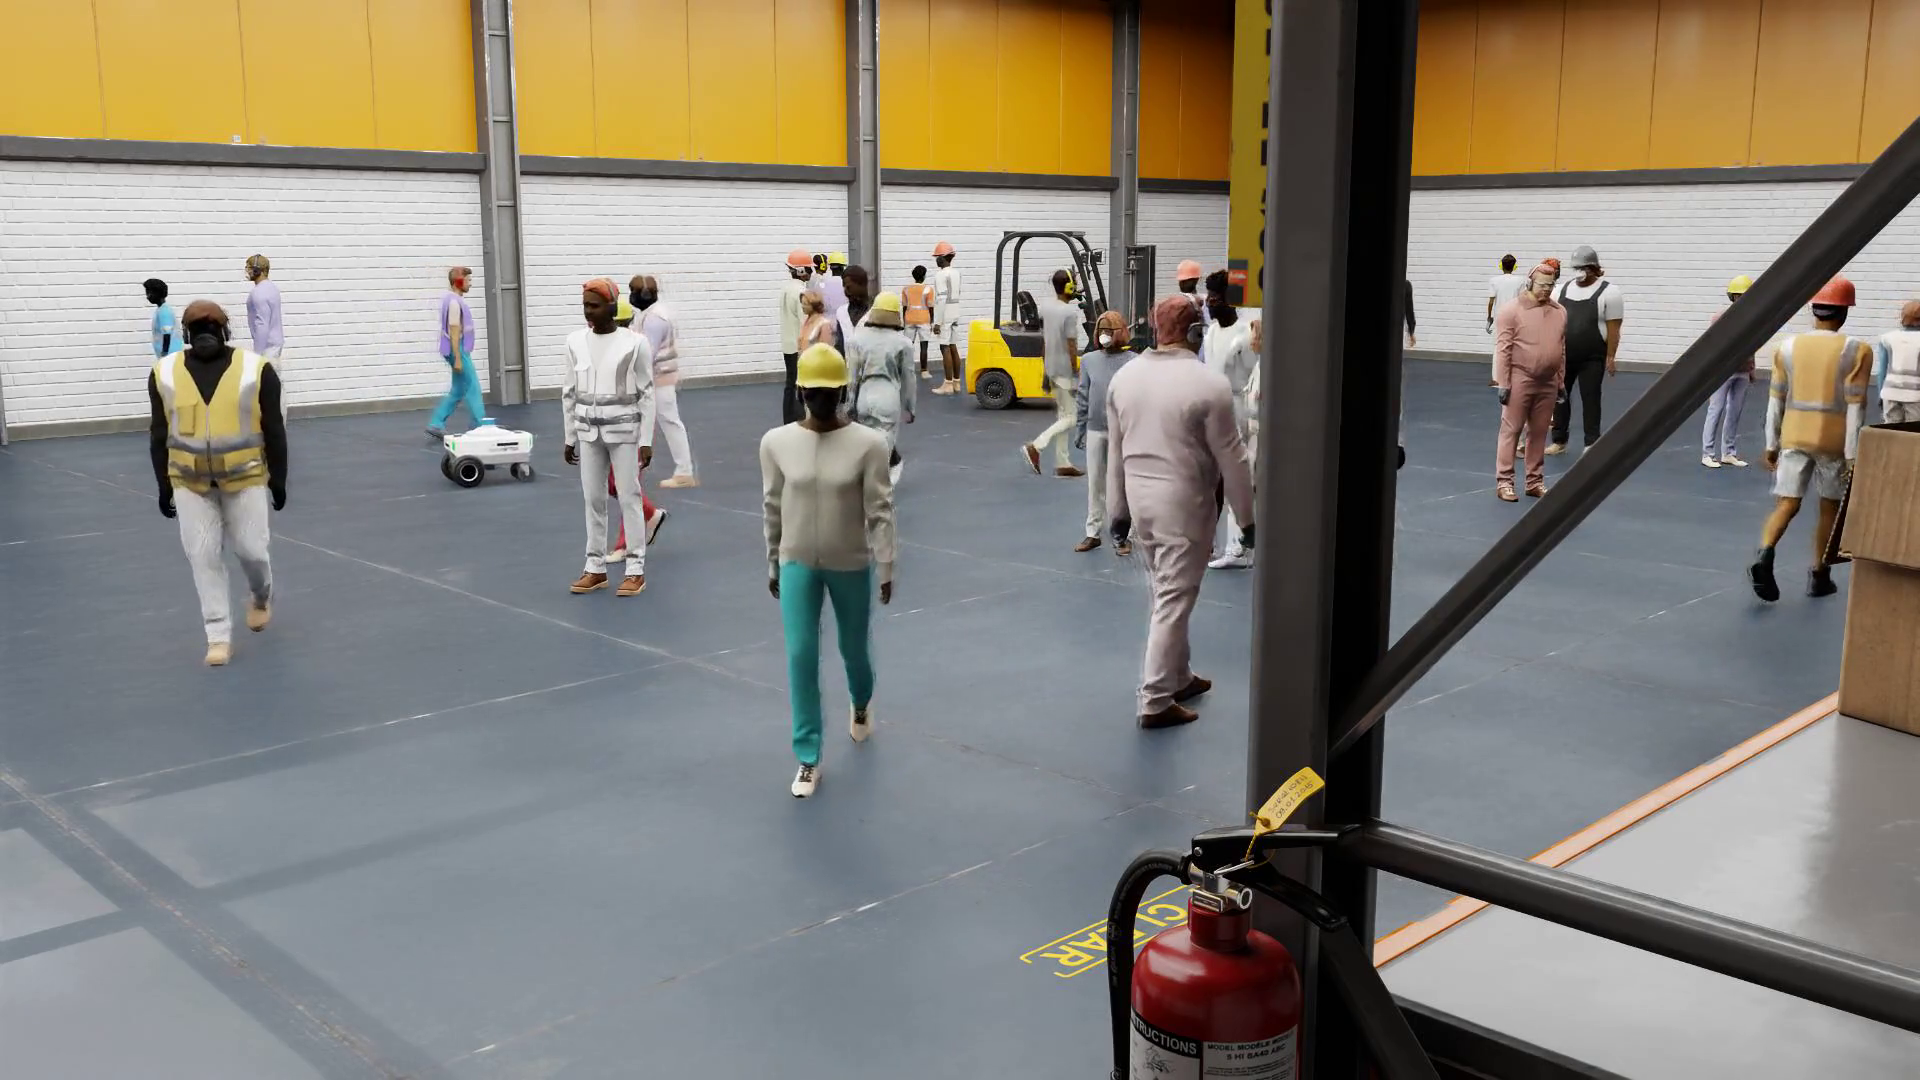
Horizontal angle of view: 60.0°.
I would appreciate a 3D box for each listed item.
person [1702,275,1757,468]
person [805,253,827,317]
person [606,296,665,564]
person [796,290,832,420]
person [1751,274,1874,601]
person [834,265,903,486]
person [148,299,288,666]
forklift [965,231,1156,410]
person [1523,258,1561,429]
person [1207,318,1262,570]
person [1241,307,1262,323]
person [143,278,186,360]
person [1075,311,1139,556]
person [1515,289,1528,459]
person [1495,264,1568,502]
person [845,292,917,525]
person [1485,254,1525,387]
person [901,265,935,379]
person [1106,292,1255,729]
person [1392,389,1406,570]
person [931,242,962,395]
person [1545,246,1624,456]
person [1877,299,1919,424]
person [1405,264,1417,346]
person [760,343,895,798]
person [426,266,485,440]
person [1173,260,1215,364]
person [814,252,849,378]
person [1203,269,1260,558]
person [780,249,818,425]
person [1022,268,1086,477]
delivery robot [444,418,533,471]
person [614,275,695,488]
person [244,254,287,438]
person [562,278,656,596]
[{"bbox_3d":[7.119,-1.541,15.299,0.533,1.767,0.325,-4,11,-20],"label":"person"},{"bbox_3d":[-1.984,-3.118,23.610,0.330,1.874,0.518,-9,14,-42],"label":"person"},{"bbox_3d":[-2.178,-0.728,10.879,0.482,1.750,0.542,-9,14,-42],"label":"person"},{"bbox_3d":[-1.358,-1.542,15.701,0.395,1.627,0.516,-7,12,-32],"label":"person"},{"bbox_3d":[4.929,-0.575,9.642,0.831,1.915,0.548,-9,14,-42],"label":"person"},{"bbox_3d":[-0.770,-1.325,13.793,0.602,1.892,0.461,8,13,37],"label":"person"},{"bbox_3d":[-3.737,-0.309,8.425,0.642,1.824,0.630,-3,11,-14],"label":"person"},{"bbox_3d":[1.222,-2.721,20.561,2.313,2.155,1.214,2,11,13],"label":"forklift"},{"bbox_3d":[6.475,-2.172,18.415,0.581,1.882,0.339,9,14,41],"label":"person"},{"bbox_3d":[1.830,-0.570,10.363,0.675,1.614,0.527,-1,10,-6],"label":"person"},{"bbox_3d":[3.299,-2.113,18.018,0.921,1.919,0.602,-7,12,-33],"label":"person"},{"bbox_3d":[-8.396,-1.940,17.702,0.427,1.678,0.577,-5,11,-24],"label":"person"},{"bbox_3d":[1.005,-0.714,11.146,0.507,1.633,0.276,6,12,28],"label":"person"},{"bbox_3d":[5.418,-1.589,15.942,0.303,1.625,0.505,7,12,32],"label":"person"},{"bbox_3d":[4.616,-1.258,13.391,0.639,1.902,0.407,-3,11,-17],"label":"person"},{"bbox_3d":[-0.564,-0.992,12.439,0.504,1.707,0.742,3,11,17],"label":"person"},{"bbox_3d":[7.666,-3.080,23.404,0.519,1.873,0.335,2,11,13],"label":"person"},{"bbox_3d":[-0.620,-3.228,24.718,0.537,1.690,0.319,4,11,21],"label":"person"},{"bbox_3d":[1.043,-0.132,7.308,0.757,1.884,0.655,-8,13,-37],"label":"person"},{"bbox_3d":[2.439,-0.666,10.264,0.649,1.870,0.920,7,13,35],"label":"person"},{"bbox_3d":[-0.207,-2.970,22.332,0.392,2.041,0.615,5,11,24],"label":"person"},{"bbox_3d":[5.965,-1.801,15.963,0.535,2.000,0.748,-10,14,-43],"label":"person"},{"bbox_3d":[7.694,-1.145,13.529,0.456,1.622,0.517,-8,13,-37],"label":"person"},{"bbox_3d":[5.242,-2.529,20.116,0.631,1.960,0.813,-5,11,-25],"label":"person"},{"bbox_3d":[-0.515,0.071,6.620,0.527,1.733,0.833,0,10,2],"label":"person"},{"bbox_3d":[-5.175,-1.917,17.210,0.780,1.818,0.583,-3,11,-17],"label":"person"},{"bbox_3d":[2.346,-1.824,16.508,0.557,1.899,0.924,10,14,42],"label":"person"},{"bbox_3d":[-1.558,-2.689,21.125,0.591,1.922,0.380,-1,10,-3],"label":"person"},{"bbox_3d":[1.890,-0.841,11.076,0.993,1.924,0.608,-4,11,-20],"label":"person"},{"bbox_3d":[-1.604,-1.913,16.701,0.381,1.994,0.615,-5,12,-27],"label":"person"},{"bbox_3d":[0.835,-1.439,14.512,0.621,1.852,0.515,-5,12,-26],"label":"person"},{"bbox_3d":[-4.064,-0.809,14.352,0.707,0.478,0.477,-6,12,-28],"label":"delivery robot"},{"bbox_3d":[-2.703,-1.315,13.998,0.957,1.793,0.627,-3,11,-17],"label":"person"},{"bbox_3d":[-7.199,-1.982,17.234,0.372,1.940,0.632,-2,11,-11],"label":"person"},{"bbox_3d":[-2.087,-0.604,9.865,0.584,1.882,0.337,3,11,17],"label":"person"}]
